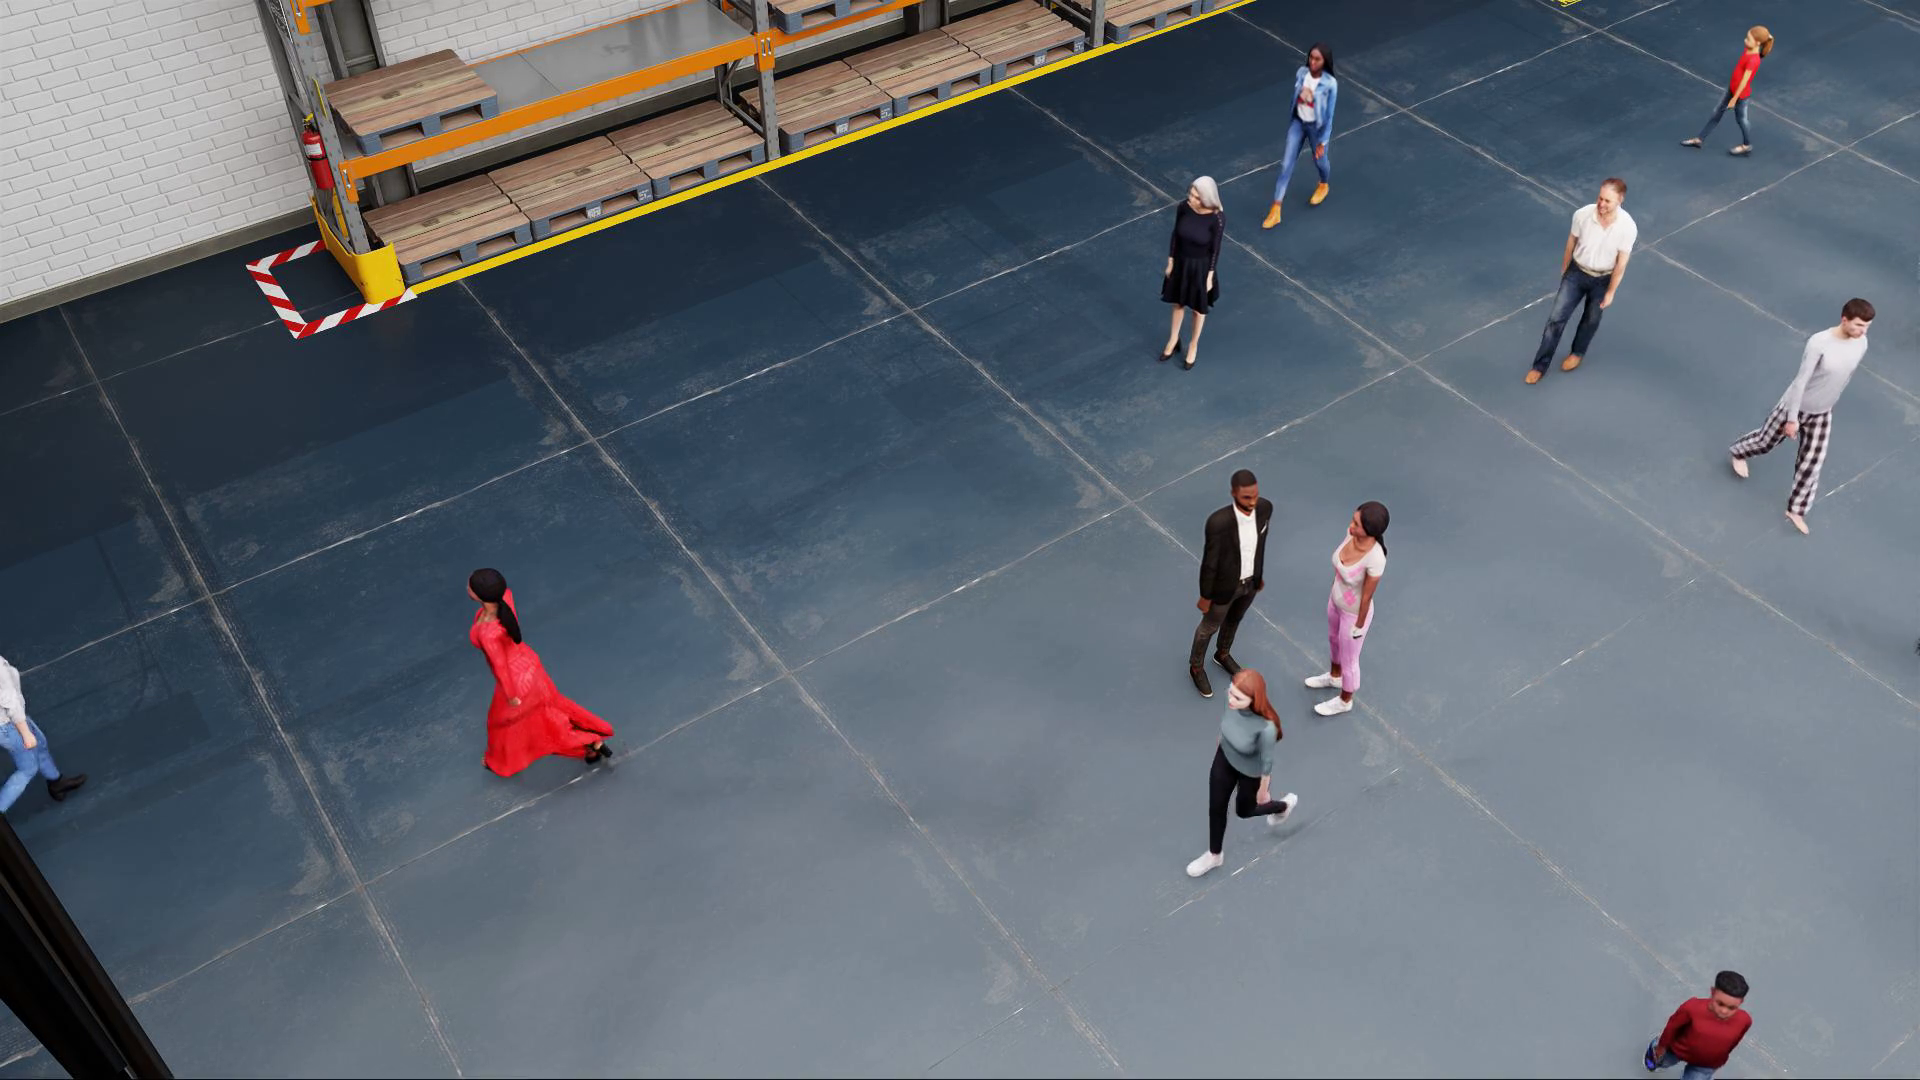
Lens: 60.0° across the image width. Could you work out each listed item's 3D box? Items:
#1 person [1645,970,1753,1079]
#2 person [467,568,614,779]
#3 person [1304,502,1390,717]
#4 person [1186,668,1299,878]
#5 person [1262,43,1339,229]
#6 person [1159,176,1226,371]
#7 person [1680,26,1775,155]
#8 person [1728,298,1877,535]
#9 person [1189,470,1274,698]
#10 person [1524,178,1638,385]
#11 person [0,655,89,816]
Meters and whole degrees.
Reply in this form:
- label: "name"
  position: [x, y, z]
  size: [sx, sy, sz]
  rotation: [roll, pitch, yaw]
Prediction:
- label: "person"
  position: [3.814, 2.577, 8.631]
  size: [0.796, 1.248, 0.910]
  rotation: [13, 45, 14]
- label: "person"
  position: [-2.601, 0.844, 10.087]
  size: [1.165, 1.749, 1.041]
  rotation: [4, 44, 4]
- label: "person"
  position: [2.483, 0.427, 10.531]
  size: [0.622, 1.740, 0.626]
  rotation: [-10, 45, -11]
- label: "person"
  position: [1.700, 1.297, 9.632]
  size: [1.010, 1.721, 0.642]
  rotation: [-21, 48, -21]
- label: "person"
  position: [3.180, -3.653, 14.871]
  size: [0.843, 1.663, 1.251]
  rotation: [30, 51, 28]
- label: "person"
  position: [1.844, -2.132, 13.213]
  size: [0.675, 1.747, 0.679]
  rotation: [25, 49, 24]
- label: "person"
  position: [7.442, -4.218, 15.741]
  size: [0.922, 1.280, 0.854]
  rotation: [7, 44, 7]
- label: "person"
  position: [6.047, -1.016, 12.001]
  size: [1.193, 1.803, 1.075]
  rotation: [-4, 44, -5]
- label: "person"
  position: [1.736, 0.257, 10.667]
  size: [0.490, 1.800, 0.736]
  rotation: [-23, 48, -22]
- label: "person"
  position: [5.046, -2.112, 13.138]
  size: [0.842, 1.822, 1.059]
  rotation: [28, 50, 26]
- label: "person"
  position: [-5.736, 1.149, 9.878]
  size: [0.823, 1.597, 1.037]
  rotation: [24, 49, 23]
